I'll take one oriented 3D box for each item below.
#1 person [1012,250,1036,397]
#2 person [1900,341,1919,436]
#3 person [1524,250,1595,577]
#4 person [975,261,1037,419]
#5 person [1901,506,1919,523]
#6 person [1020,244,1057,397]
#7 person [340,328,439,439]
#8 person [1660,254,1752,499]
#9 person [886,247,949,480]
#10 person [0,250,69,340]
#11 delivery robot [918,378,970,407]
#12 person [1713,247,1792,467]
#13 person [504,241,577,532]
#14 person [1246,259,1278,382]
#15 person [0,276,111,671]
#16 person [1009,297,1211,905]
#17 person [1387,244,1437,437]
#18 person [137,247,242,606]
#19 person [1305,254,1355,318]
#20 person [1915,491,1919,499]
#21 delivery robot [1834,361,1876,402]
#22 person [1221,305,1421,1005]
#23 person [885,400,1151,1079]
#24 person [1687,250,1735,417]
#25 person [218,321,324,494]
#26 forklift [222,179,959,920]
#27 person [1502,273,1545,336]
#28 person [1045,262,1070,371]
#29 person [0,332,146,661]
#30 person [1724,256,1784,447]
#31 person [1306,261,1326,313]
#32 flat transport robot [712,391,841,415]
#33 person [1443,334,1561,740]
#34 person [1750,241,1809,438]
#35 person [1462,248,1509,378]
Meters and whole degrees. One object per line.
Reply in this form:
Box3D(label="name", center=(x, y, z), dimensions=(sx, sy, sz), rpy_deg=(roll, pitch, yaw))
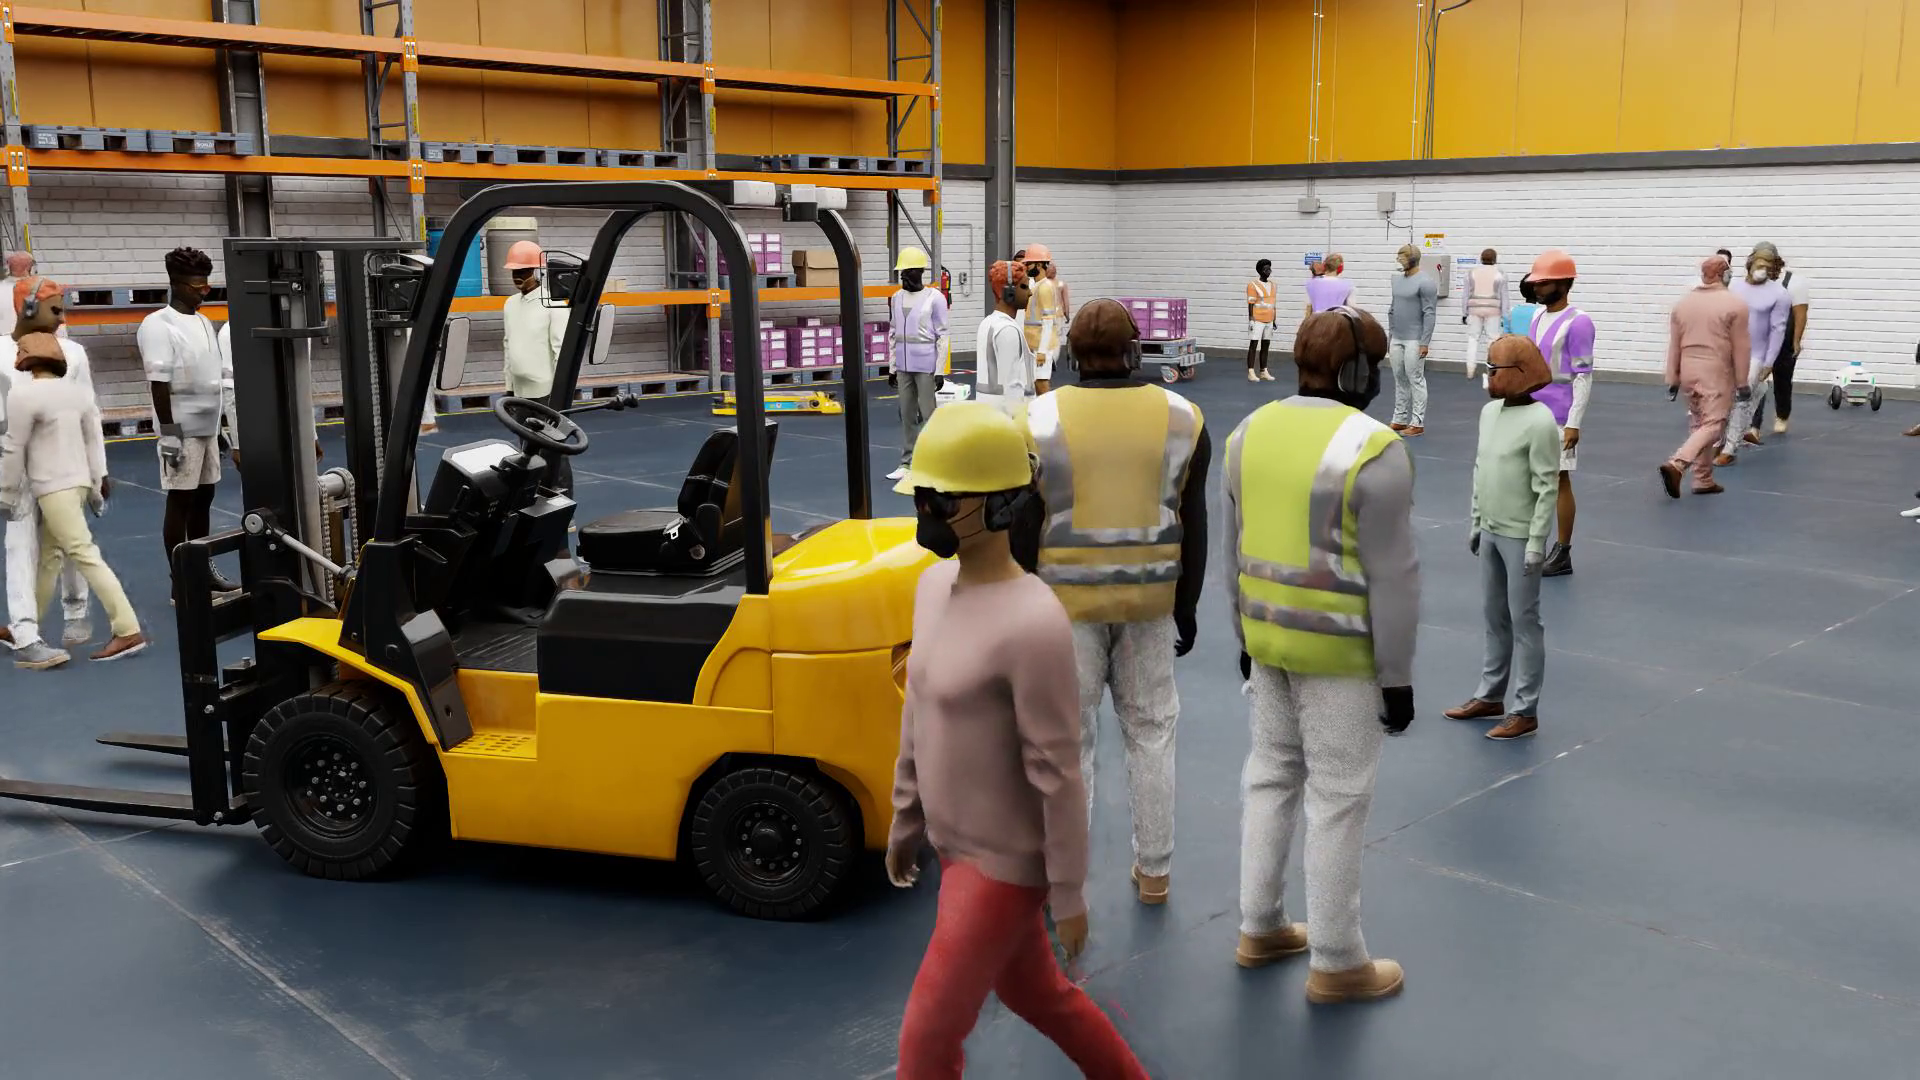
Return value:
Box3D(label="person", center=(0.655, -2.100, 17.464), dimensions=(0.513, 1.872, 0.328), rpy_deg=(1, 10, 5))
Box3D(label="person", center=(9.780, -1.937, 16.637), dimensions=(0.476, 1.849, 0.563), rpy_deg=(3, 11, 18))
Box3D(label="person", center=(3.497, -0.750, 9.913), dimensions=(0.363, 1.935, 0.553), rpy_deg=(-3, 11, -15))
Box3D(label="person", center=(0.264, -0.601, 9.255), dimensions=(0.355, 1.882, 0.575), rpy_deg=(-2, 11, -12))
Box3D(label="person", center=(6.905, -0.980, 11.703), dimensions=(0.308, 1.741, 0.494), rpy_deg=(2, 11, 12))
Box3D(label="person", center=(0.749, -1.890, 16.128), dimensions=(0.356, 1.937, 0.552), rpy_deg=(-1, 10, -7))
Box3D(label="person", center=(-5.677, -1.924, 16.509), dimensions=(1.041, 1.878, 0.636), rpy_deg=(-8, 13, -39))
Box3D(label="person", center=(5.698, -1.248, 12.773), dimensions=(0.817, 1.885, 0.630), rpy_deg=(-5, 11, -25))
Box3D(label="person", center=(-0.366, -1.426, 13.636), dimensions=(0.594, 1.922, 0.376), rpy_deg=(9, 13, 39))
Box3D(label="person", center=(-7.994, -1.523, 14.249), dimensions=(0.678, 1.890, 0.471), rpy_deg=(-4, 11, -19))
Box3D(label="delivery robot", center=(-0.250, -1.563, 17.864), dimensions=(0.707, 0.478, 0.477), rpy_deg=(1, 10, 6))
Box3D(label="person", center=(6.805, -1.567, 14.424), dimensions=(0.662, 1.916, 0.430), rpy_deg=(9, 14, 40))
Box3D(label="person", center=(-2.877, -1.017, 11.255), dimensions=(0.620, 1.987, 0.407), rpy_deg=(8, 13, 39))
Box3D(label="person", center=(4.191, -3.040, 23.060), dimensions=(0.535, 1.697, 0.318), rpy_deg=(-7, 13, -34))
Box3D(label="person", center=(-4.386, -0.341, 7.995), dimensions=(0.726, 1.829, 0.630), rpy_deg=(8, 13, 36))
Box3D(label="person", center=(0.425, 0.202, 4.996), dimensions=(0.626, 1.840, 0.430), rpy_deg=(-1, 10, -8))
Box3D(label="person", center=(4.529, -2.008, 16.775), dimensions=(0.350, 1.936, 0.635), rpy_deg=(-4, 11, -22))
Box3D(label="person", center=(-4.214, -0.619, 9.141), dimensions=(0.381, 1.958, 0.602), rpy_deg=(0, 10, 2))
Box3D(label="person", center=(4.212, -2.344, 18.952), dimensions=(0.581, 1.833, 0.707), rpy_deg=(5, 12, 26))
Box3D(label="person", center=(7.652, -1.121, 12.150), dimensions=(1.034, 1.873, 0.596), rpy_deg=(2, 11, 8))
Box3D(label="delivery robot", center=(10.476, -1.857, 19.469), dimensions=(0.477, 0.478, 0.707), rpy_deg=(4, 11, 20))
Box3D(label="person", center=(0.972, 0.303, 4.440), dimensions=(0.429, 1.841, 0.633), rpy_deg=(-6, 12, -31))
Box3D(label="person", center=(0.093, 0.583, 3.237), dimensions=(0.911, 1.731, 0.522), rpy_deg=(-4, 11, -22))
Box3D(label="person", center=(8.464, -2.315, 18.679), dimensions=(0.609, 1.858, 1.020), rpy_deg=(9, 14, 41))
Box3D(label="person", center=(-3.672, -0.576, 8.966), dimensions=(0.371, 1.935, 0.551), rpy_deg=(6, 12, 29))
Box3D(label="forklift", center=(-1.114, -0.058, 5.440), dimensions=(2.313, 2.155, 1.214), rpy_deg=(2, 11, 13))
Box3D(label="person", center=(5.048, -1.523, 14.785), dimensions=(0.321, 1.697, 0.530), rpy_deg=(-6, 12, -30))
Box3D(label="person", center=(1.367, -3.351, 24.960), dimensions=(0.532, 1.615, 0.701), rpy_deg=(3, 11, 16))
Box3D(label="person", center=(-4.329, -0.217, 7.996), dimensions=(0.844, 1.583, 0.498), rpy_deg=(0, 10, 1))
Box3D(label="person", center=(7.564, -1.784, 15.809), dimensions=(0.613, 1.837, 0.554), rpy_deg=(3, 11, 14))
Box3D(label="person", center=(5.349, -3.344, 24.875), dimensions=(0.514, 1.639, 0.314), rpy_deg=(-8, 13, -37))
Box3D(label="flat transport robot", center=(-2.096, -1.564, 18.904), dimensions=(1.431, 0.197, 0.652), rpy_deg=(-2, 11, -8))
Box3D(label="person", center=(2.215, -0.012, 6.722), dimensions=(0.287, 1.631, 0.501), rpy_deg=(-2, 11, -13))
Box3D(label="person", center=(8.195, -2.069, 16.826), dimensions=(0.681, 2.000, 1.039), rpy_deg=(7, 12, 32))
Box3D(label="person", center=(7.428, -3.197, 23.527), dimensions=(0.633, 1.839, 0.429), rpy_deg=(5, 12, 26))
